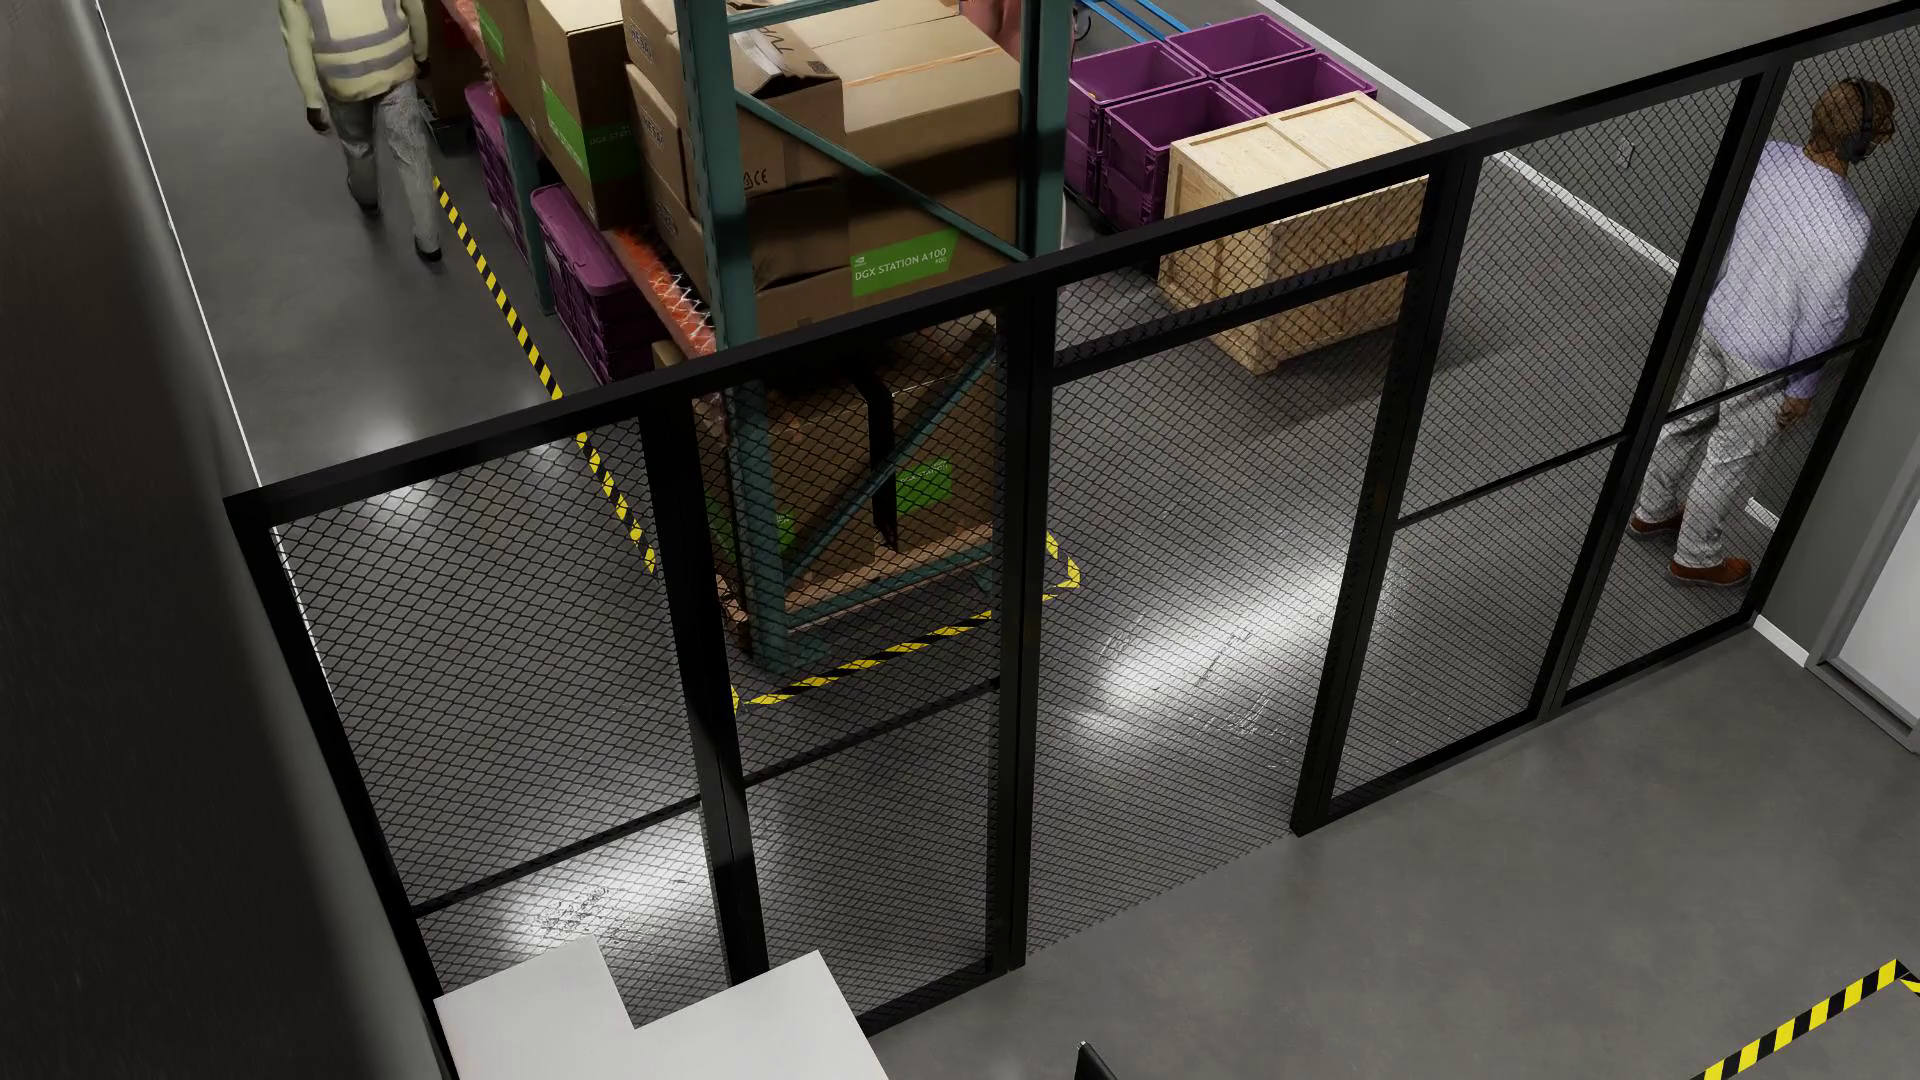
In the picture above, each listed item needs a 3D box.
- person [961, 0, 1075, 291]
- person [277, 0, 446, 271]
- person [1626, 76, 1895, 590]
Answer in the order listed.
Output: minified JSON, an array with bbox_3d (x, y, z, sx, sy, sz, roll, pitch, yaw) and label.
[{"bbox_3d":[0.217,-1.920,7.025,0.642,1.973,0.465,-32,51,-30],"label":"person"},{"bbox_3d":[-2.665,-2.136,7.389,0.624,1.786,0.915,-20,46,-21],"label":"person"},{"bbox_3d":[2.726,-0.674,5.682,0.371,1.941,0.627,-8,43,-8],"label":"person"}]
